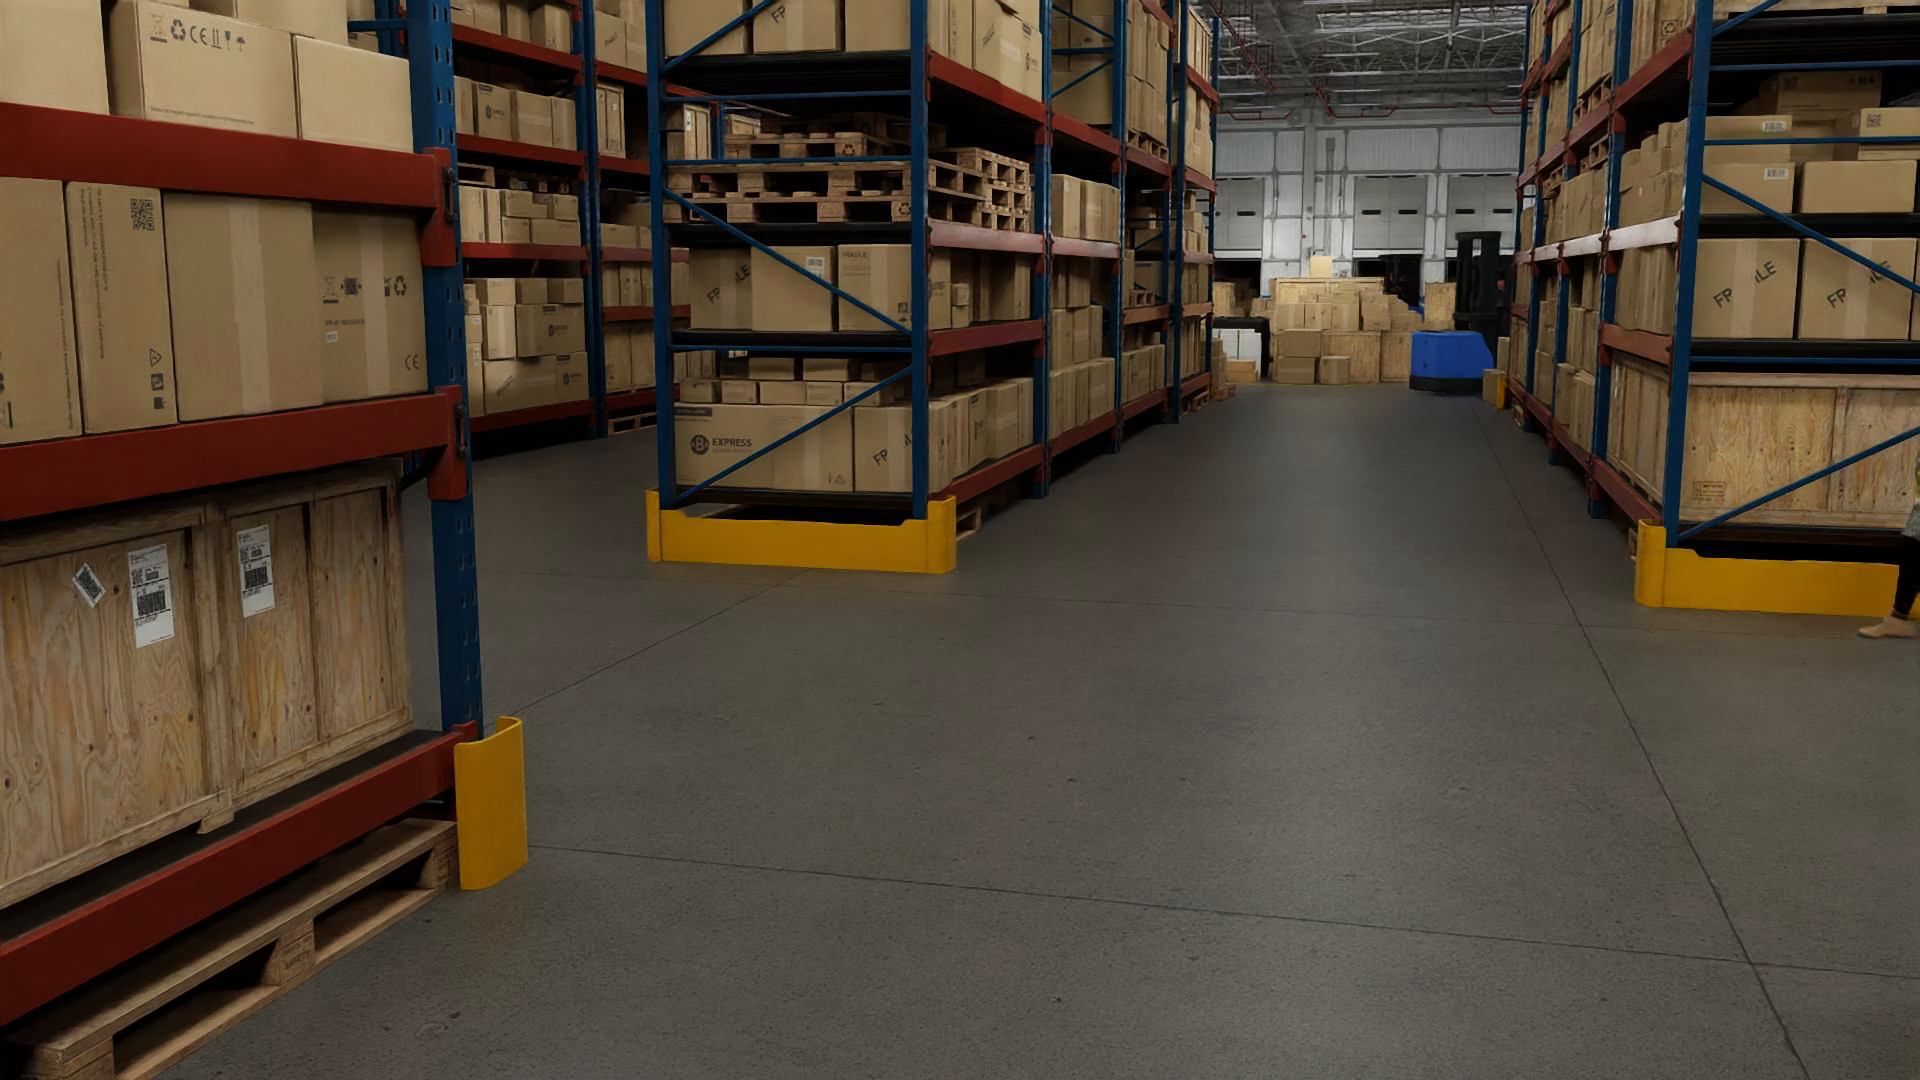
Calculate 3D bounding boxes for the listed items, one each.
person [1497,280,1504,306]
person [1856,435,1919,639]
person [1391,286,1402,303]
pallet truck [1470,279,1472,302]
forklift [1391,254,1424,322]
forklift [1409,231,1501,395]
[{"bbox_3d":[9.727,-3.687,30.003,0.395,1.993,0.614,-1,9,-5],"label":"person"},{"bbox_3d":[5.484,-0.234,9.111,0.817,1.668,0.537,2,9,13],"label":"person"},{"bbox_3d":[9.668,-4.699,36.903,0.429,1.846,0.633,-1,9,-8],"label":"person"},{"bbox_3d":[18.896,-8.459,60.307,1.885,1.965,0.823,5,10,31],"label":"pallet truck"},{"bbox_3d":[14.740,-8.061,54.986,1.129,2.768,1.873,-2,9,-11],"label":"forklift"},{"bbox_3d":[8.928,-3.957,28.909,1.873,2.768,1.129,-2,9,-15],"label":"forklift"}]
